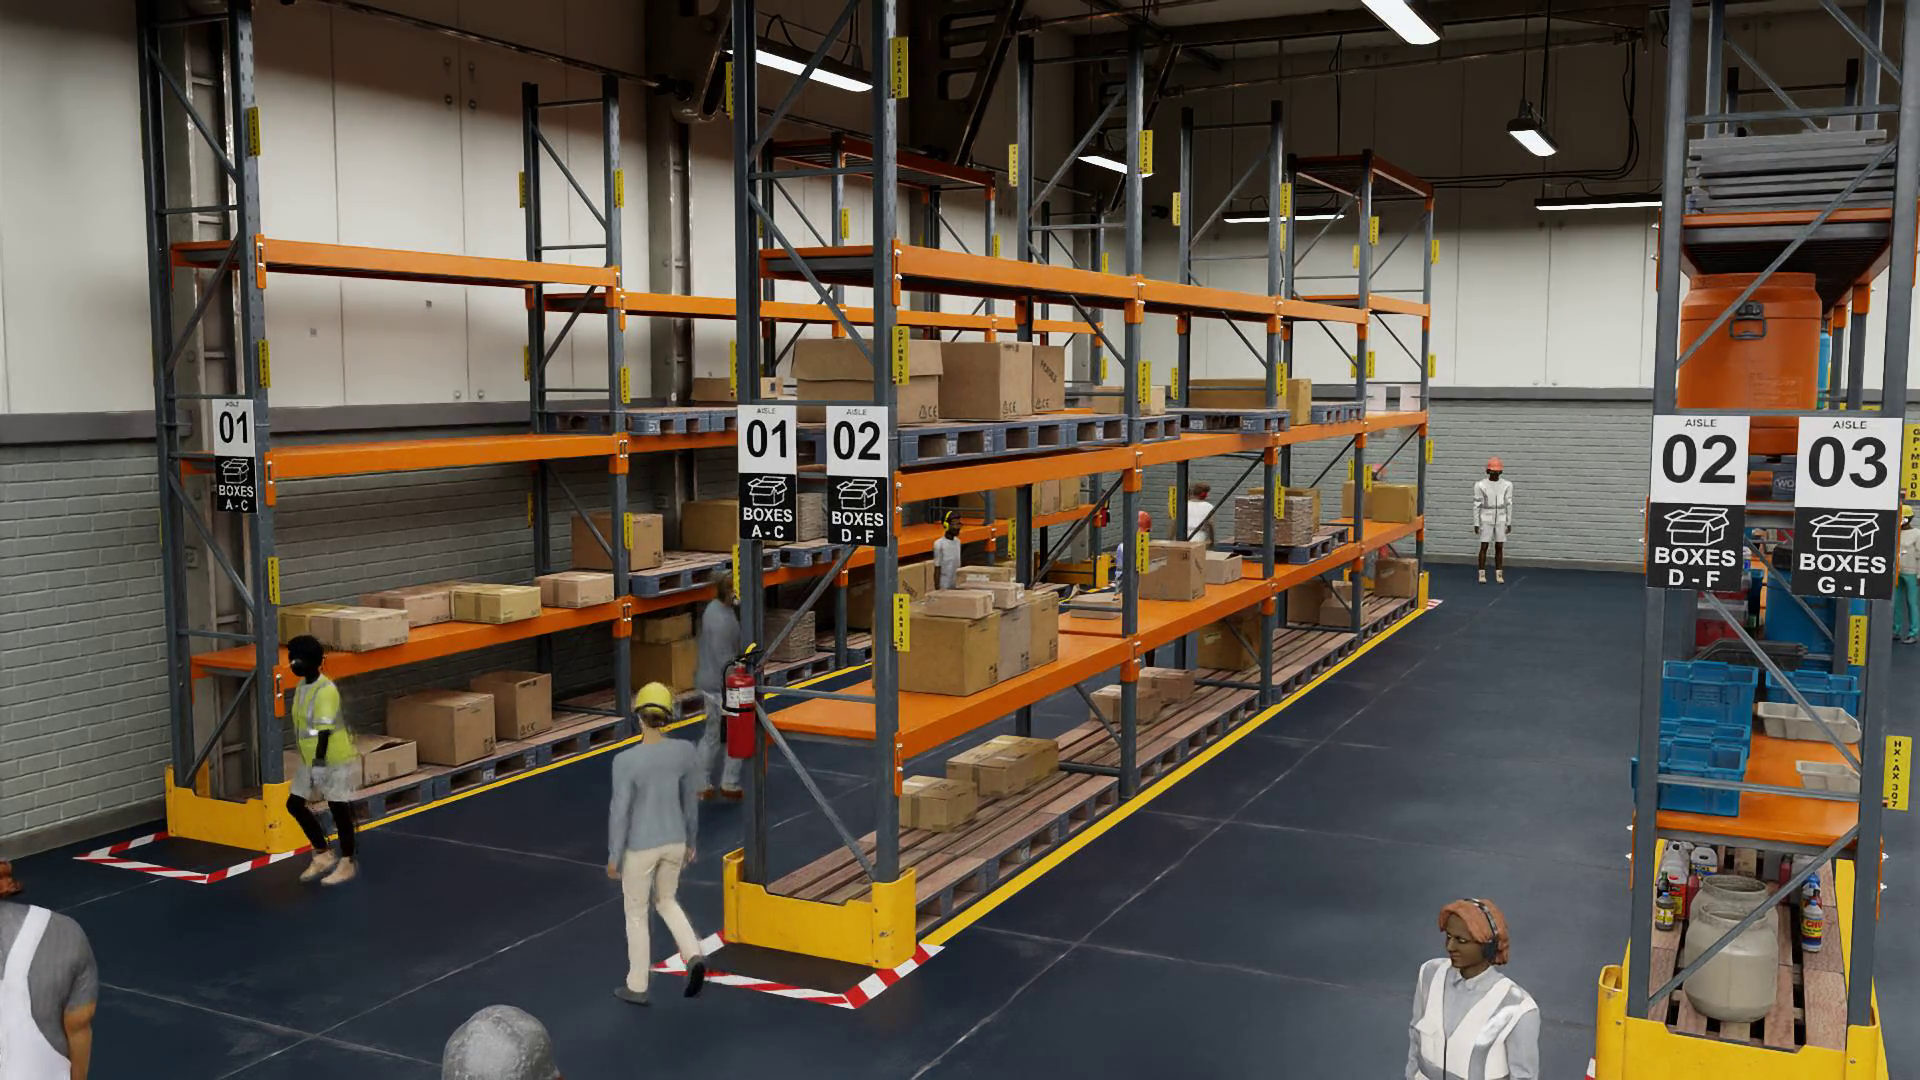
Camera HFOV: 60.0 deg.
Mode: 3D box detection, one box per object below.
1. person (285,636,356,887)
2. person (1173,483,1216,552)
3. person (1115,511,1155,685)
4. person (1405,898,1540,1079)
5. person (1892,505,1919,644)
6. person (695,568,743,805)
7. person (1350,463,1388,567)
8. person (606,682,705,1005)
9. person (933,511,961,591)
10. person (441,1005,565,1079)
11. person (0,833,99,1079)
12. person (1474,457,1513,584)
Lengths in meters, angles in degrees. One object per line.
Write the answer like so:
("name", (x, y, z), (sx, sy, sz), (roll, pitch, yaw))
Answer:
("person", (-4.238, 1.459, 10.995), (0.557, 1.670, 0.443), (6, 8, 43))
("person", (3.354, 0.082, 23.813), (0.605, 1.804, 0.456), (2, 6, 16))
("person", (1.912, 0.650, 17.704), (0.542, 1.929, 0.373), (1, 6, 14))
("person", (1.743, 2.026, 5.705), (0.310, 1.642, 0.514), (-4, 7, -34))
("person", (11.790, 0.419, 20.812), (0.342, 1.755, 0.531), (-3, 7, -26))
("person", (-1.833, 1.156, 12.947), (0.590, 1.904, 0.658), (-1, 6, -10))
("person", (6.473, -0.238, 26.173), (0.689, 1.975, 0.468), (5, 8, 40))
("person", (-1.612, 1.644, 8.912), (0.572, 1.743, 0.528), (-6, 8, -44))
("person", (-0.131, 0.598, 18.582), (0.333, 1.861, 0.496), (3, 7, 30))
("person", (-1.014, 2.034, 3.708), (0.679, 2.000, 0.537), (1, 6, 6))
("person", (-3.195, 1.860, 5.401), (0.535, 2.000, 0.683), (4, 7, 36))
("person", (8.499, -0.304, 26.512), (0.601, 2.036, 0.411), (0, 6, 1))
